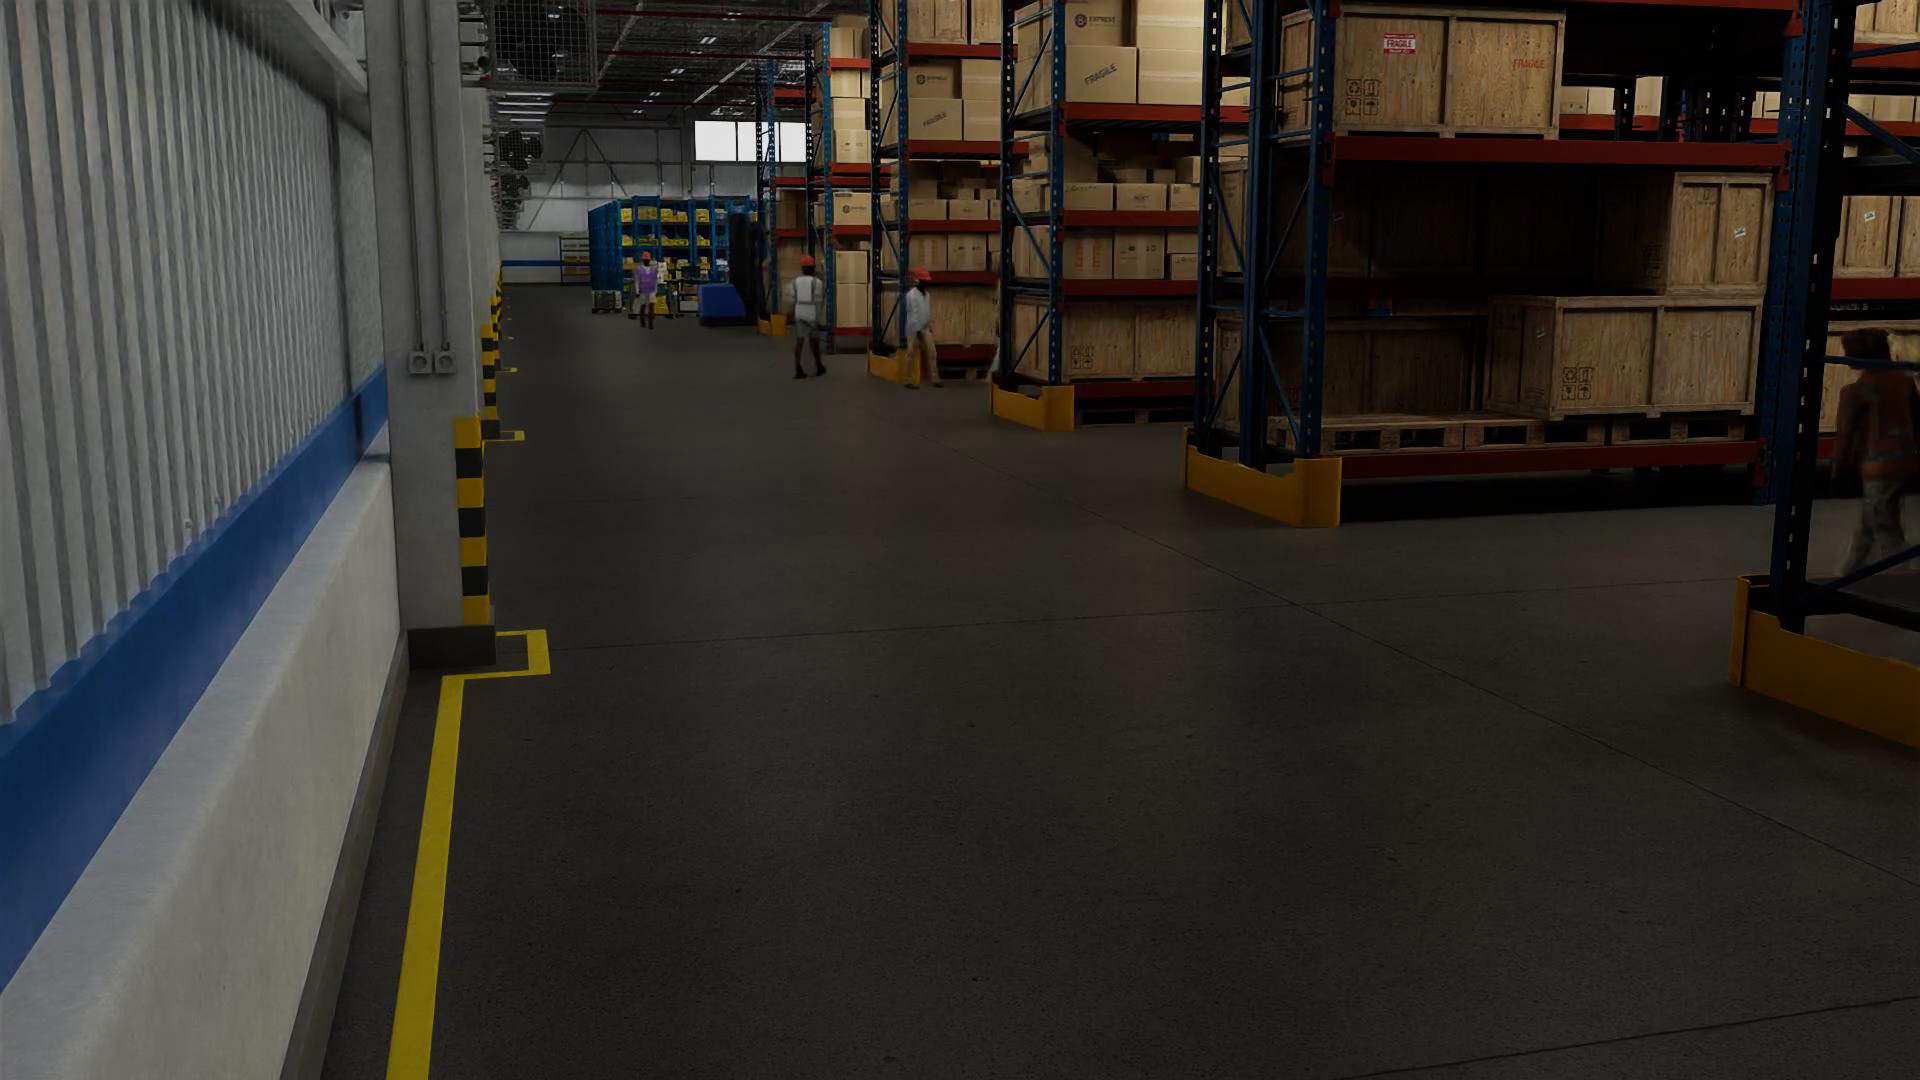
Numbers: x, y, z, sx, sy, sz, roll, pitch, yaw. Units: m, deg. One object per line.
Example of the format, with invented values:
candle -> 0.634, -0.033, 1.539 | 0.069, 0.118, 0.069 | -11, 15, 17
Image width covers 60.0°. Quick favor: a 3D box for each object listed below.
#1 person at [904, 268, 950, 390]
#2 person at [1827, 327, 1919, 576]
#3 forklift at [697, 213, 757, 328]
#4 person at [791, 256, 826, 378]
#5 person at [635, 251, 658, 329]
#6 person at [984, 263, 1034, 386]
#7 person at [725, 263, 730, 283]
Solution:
person -> -0.486, -2.952, 23.363 | 0.803, 1.717, 0.565 | 7, 12, 36
person -> 4.944, -0.359, 9.042 | 0.571, 1.585, 0.798 | -5, 11, -28
forklift -> -5.518, -6.656, 41.061 | 1.873, 2.768, 1.129 | -3, 10, -15
person -> -2.362, -3.454, 25.776 | 0.559, 1.880, 1.014 | 3, 11, 18
person -> -7.698, -6.141, 40.870 | 0.549, 1.918, 0.660 | -4, 11, -21
person -> 0.769, -3.082, 23.934 | 0.976, 1.796, 0.626 | -2, 10, -13
person -> -6.572, -7.324, 48.097 | 0.485, 1.735, 0.345 | 6, 11, 29
